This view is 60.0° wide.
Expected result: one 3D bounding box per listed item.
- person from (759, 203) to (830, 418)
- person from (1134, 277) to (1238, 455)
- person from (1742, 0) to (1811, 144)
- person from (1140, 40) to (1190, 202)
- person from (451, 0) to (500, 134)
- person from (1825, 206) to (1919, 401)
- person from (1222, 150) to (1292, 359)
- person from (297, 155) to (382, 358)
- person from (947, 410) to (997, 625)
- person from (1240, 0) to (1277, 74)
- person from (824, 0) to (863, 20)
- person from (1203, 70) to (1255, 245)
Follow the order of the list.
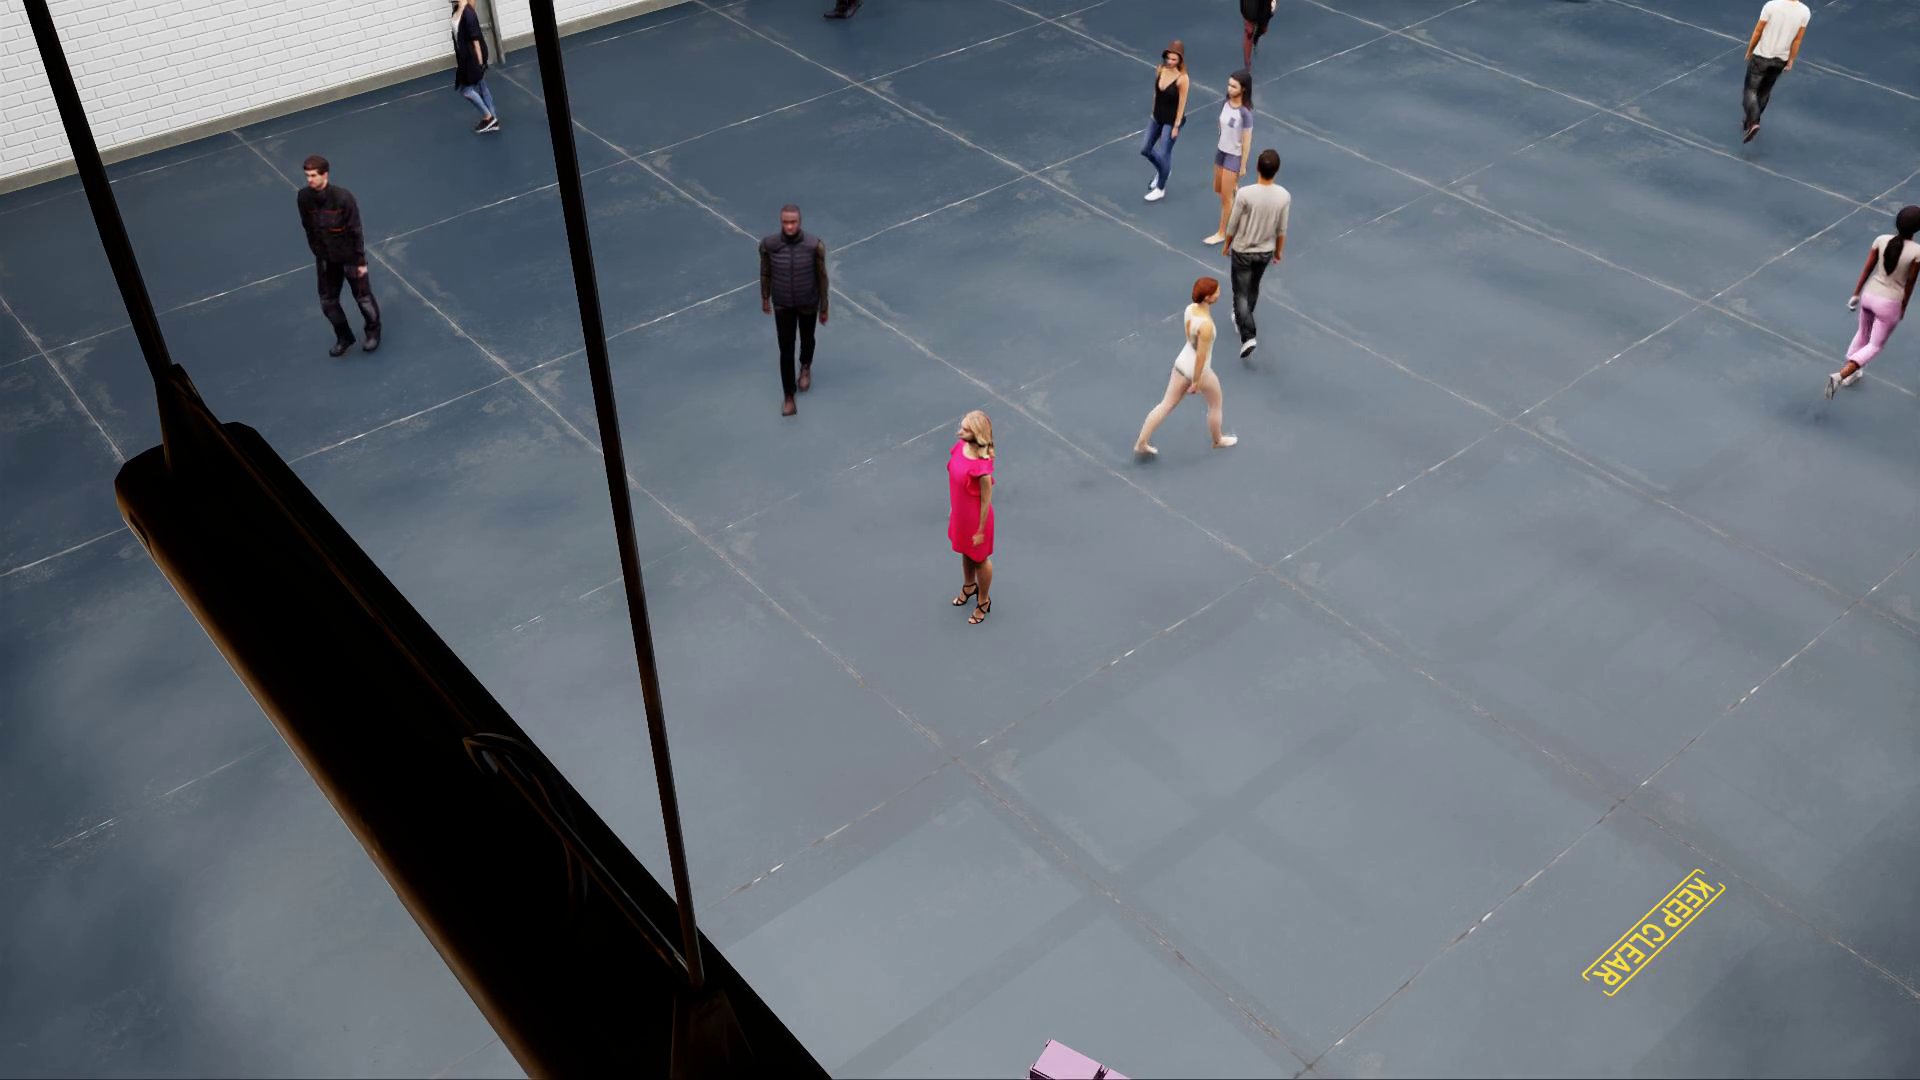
[{"bbox_3d":[-1.322,-1.963,13.622,1.200,1.788,1.211,0,39,0],"label":"person"},{"bbox_3d":[1.733,-1.300,12.943,1.147,1.601,0.763,-15,41,-18],"label":"person"},{"bbox_3d":[8.516,-5.032,17.472,1.013,1.780,1.104,7,39,8],"label":"person"},{"bbox_3d":[2.103,-4.164,16.457,0.643,1.691,0.627,-23,44,-26],"label":"person"},{"bbox_3d":[-5.108,-5.150,17.706,0.728,1.672,0.695,-19,42,-22],"label":"person"},{"bbox_3d":[7.479,-1.890,13.588,1.026,1.717,0.624,-25,45,-28],"label":"person"},{"bbox_3d":[2.520,-2.422,14.196,1.123,1.789,1.067,-7,39,-9],"label":"person"},{"bbox_3d":[-5.250,-2.465,14.221,0.862,1.825,0.916,4,39,5],"label":"person"},{"bbox_3d":[0.093,-0.176,11.432,0.596,1.728,0.610,-19,42,-22],"label":"person"},{"bbox_3d":[3.397,-6.167,18.969,0.933,1.685,1.009,5,39,6],"label":"person"},{"bbox_3d":[-1.399,-7.246,20.149,0.775,1.899,0.764,-19,42,-22],"label":"person"},{"bbox_3d":[2.643,-3.649,15.787,0.914,1.721,0.683,-20,43,-23],"label":"person"}]
